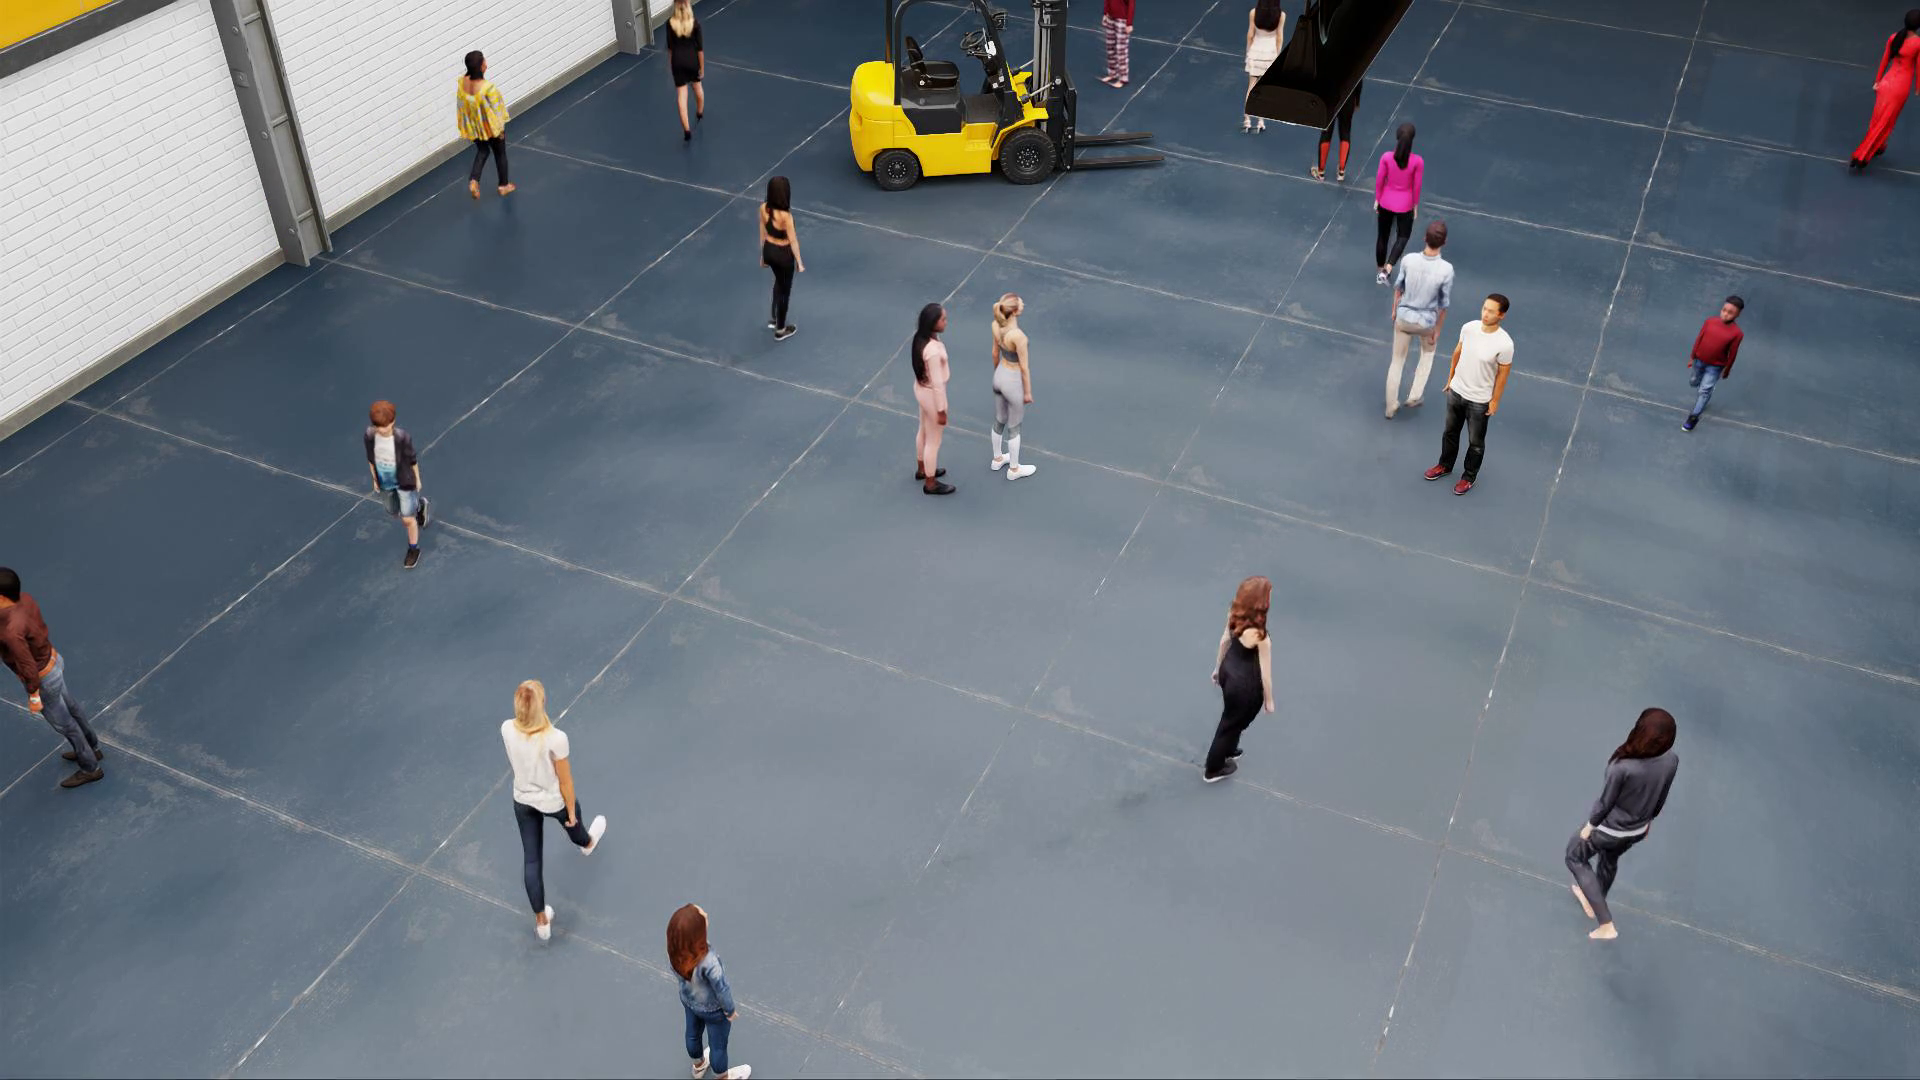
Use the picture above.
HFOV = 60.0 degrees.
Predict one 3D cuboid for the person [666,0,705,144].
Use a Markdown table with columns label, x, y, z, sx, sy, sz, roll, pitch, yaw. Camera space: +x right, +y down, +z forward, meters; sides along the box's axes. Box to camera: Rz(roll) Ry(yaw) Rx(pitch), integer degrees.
| label | x | y | z | sx | sy | sz | roll | pitch | yaw |
| --- | --- | --- | --- | --- | --- | --- | --- | --- | --- |
| person | -3.090 | -5.272 | 18.695 | 0.896 | 1.630 | 1.106 | -3 | 39 | -3 |

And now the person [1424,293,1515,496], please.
| label | x | y | z | sx | sy | sz | roll | pitch | yaw |
| --- | --- | --- | --- | --- | --- | --- | --- | --- | --- |
| person | 4.170 | -1.205 | 13.472 | 0.677 | 1.804 | 0.710 | -29 | 47 | -32 |

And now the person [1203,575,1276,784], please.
| label | x | y | z | sx | sy | sz | roll | pitch | yaw |
| --- | --- | --- | --- | --- | --- | --- | --- | --- | --- |
| person | 1.744 | 0.948 | 10.825 | 0.825 | 1.733 | 0.765 | -16 | 41 | -19 |

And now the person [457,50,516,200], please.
| label | x | y | z | sx | sy | sz | roll | pitch | yaw |
| --- | --- | --- | --- | --- | --- | --- | --- | --- | --- |
| person | -5.044 | -4.317 | 17.493 | 0.719 | 1.638 | 0.859 | 15 | 41 | 18 |

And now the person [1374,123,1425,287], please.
| label | x | y | z | sx | sy | sz | roll | pitch | yaw |
| --- | --- | --- | --- | --- | --- | --- | --- | --- | --- |
| person | 4.190 | -3.185 | 16.041 | 0.596 | 1.692 | 0.791 | 16 | 41 | 19 |

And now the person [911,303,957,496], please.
| label | x | y | z | sx | sy | sz | roll | pitch | yaw |
| --- | --- | --- | --- | --- | --- | --- | --- | --- | --- |
| person | -0.238 | -1.143 | 13.452 | 0.755 | 1.722 | 0.675 | -9 | 40 | -11 |

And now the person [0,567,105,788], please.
| label | x | y | z | sx | sy | sz | roll | pitch | yaw |
| --- | --- | --- | --- | --- | --- | --- | --- | --- | --- |
| person | -5.986 | 0.880 | 10.871 | 0.766 | 1.782 | 0.698 | -12 | 40 | -14 |

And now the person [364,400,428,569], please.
| label | x | y | z | sx | sy | sz | roll | pitch | yaw |
| --- | --- | --- | --- | --- | --- | --- | --- | --- | --- |
| person | -4.341 | -0.505 | 12.884 | 0.678 | 1.434 | 0.898 | 5 | 39 | 6 |

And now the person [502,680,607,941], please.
| label | x | y | z | sx | sy | sz | roll | pitch | yaw |
| --- | --- | --- | --- | --- | --- | --- | --- | --- | --- |
| person | -2.512 | 1.648 | 9.933 | 0.834 | 1.752 | 1.235 | 6 | 39 | 7 |

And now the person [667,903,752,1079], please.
| label | x | y | z | sx | sy | sz | roll | pitch | yaw |
| --- | --- | --- | --- | --- | --- | --- | --- | --- | --- |
| person | -1.408 | 2.496 | 9.091 | 0.602 | 1.477 | 0.568 | 25 | 45 | 28 |

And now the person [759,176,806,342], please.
| label | x | y | z | sx | sy | sz | roll | pitch | yaw |
| --- | --- | --- | --- | --- | --- | --- | --- | --- | --- |
| person | -1.713 | -2.553 | 15.292 | 0.605 | 1.629 | 0.608 | 24 | 44 | 27 |

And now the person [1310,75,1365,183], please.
| label | x | y | z | sx | sy | sz | roll | pitch | yaw |
| --- | --- | --- | --- | --- | --- | --- | --- | --- | --- |
| person | 4.075 | -4.747 | 17.896 | 0.709 | 1.808 | 0.701 | -2 | 39 | -3 |

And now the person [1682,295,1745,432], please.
| label | x | y | z | sx | sy | sz | roll | pitch | yaw |
| --- | --- | --- | --- | --- | --- | --- | --- | --- | --- |
| person | 6.520 | -1.574 | 14.379 | 0.881 | 1.238 | 0.717 | -27 | 46 | -30 |

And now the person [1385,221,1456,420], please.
| label | x | y | z | sx | sy | sz | roll | pitch | yaw |
| --- | --- | --- | --- | --- | --- | --- | --- | --- | --- |
| person | 3.875 | -1.827 | 14.223 | 0.658 | 1.829 | 0.675 | 17 | 42 | 20 |

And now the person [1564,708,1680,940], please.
| label | x | y | z | sx | sy | sz | roll | pitch | yaw |
| --- | --- | --- | --- | --- | --- | --- | --- | --- | --- |
| person | 3.935 | 1.730 | 9.828 | 0.859 | 1.755 | 0.927 | -10 | 40 | -12 |

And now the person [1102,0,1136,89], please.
| label | x | y | z | sx | sy | sz | roll | pitch | yaw |
| --- | --- | --- | --- | --- | --- | --- | --- | --- | --- |
| person | 1.915 | -6.272 | 19.892 | 0.664 | 1.701 | 0.686 | -26 | 45 | -29 |

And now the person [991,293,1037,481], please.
| label | x | y | z | sx | sy | sz | roll | pitch | yaw |
| --- | --- | --- | --- | --- | --- | --- | --- | --- | --- |
| person | 0.405 | -1.268 | 13.624 | 0.674 | 1.702 | 0.654 | -27 | 46 | -30 |

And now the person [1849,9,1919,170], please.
| label | x | y | z | sx | sy | sz | roll | pitch | yaw |
| --- | --- | --- | --- | --- | --- | --- | --- | --- | --- |
| person | 10.115 | -4.857 | 18.084 | 1.098 | 1.754 | 0.981 | -18 | 42 | -21 |

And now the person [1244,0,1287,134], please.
| label | x | y | z | sx | sy | sz | roll | pitch | yaw |
| --- | --- | --- | --- | --- | --- | --- | --- | --- | --- |
| person | 3.431 | -5.461 | 18.849 | 0.577 | 1.734 | 0.551 | 12 | 40 | 14 |
